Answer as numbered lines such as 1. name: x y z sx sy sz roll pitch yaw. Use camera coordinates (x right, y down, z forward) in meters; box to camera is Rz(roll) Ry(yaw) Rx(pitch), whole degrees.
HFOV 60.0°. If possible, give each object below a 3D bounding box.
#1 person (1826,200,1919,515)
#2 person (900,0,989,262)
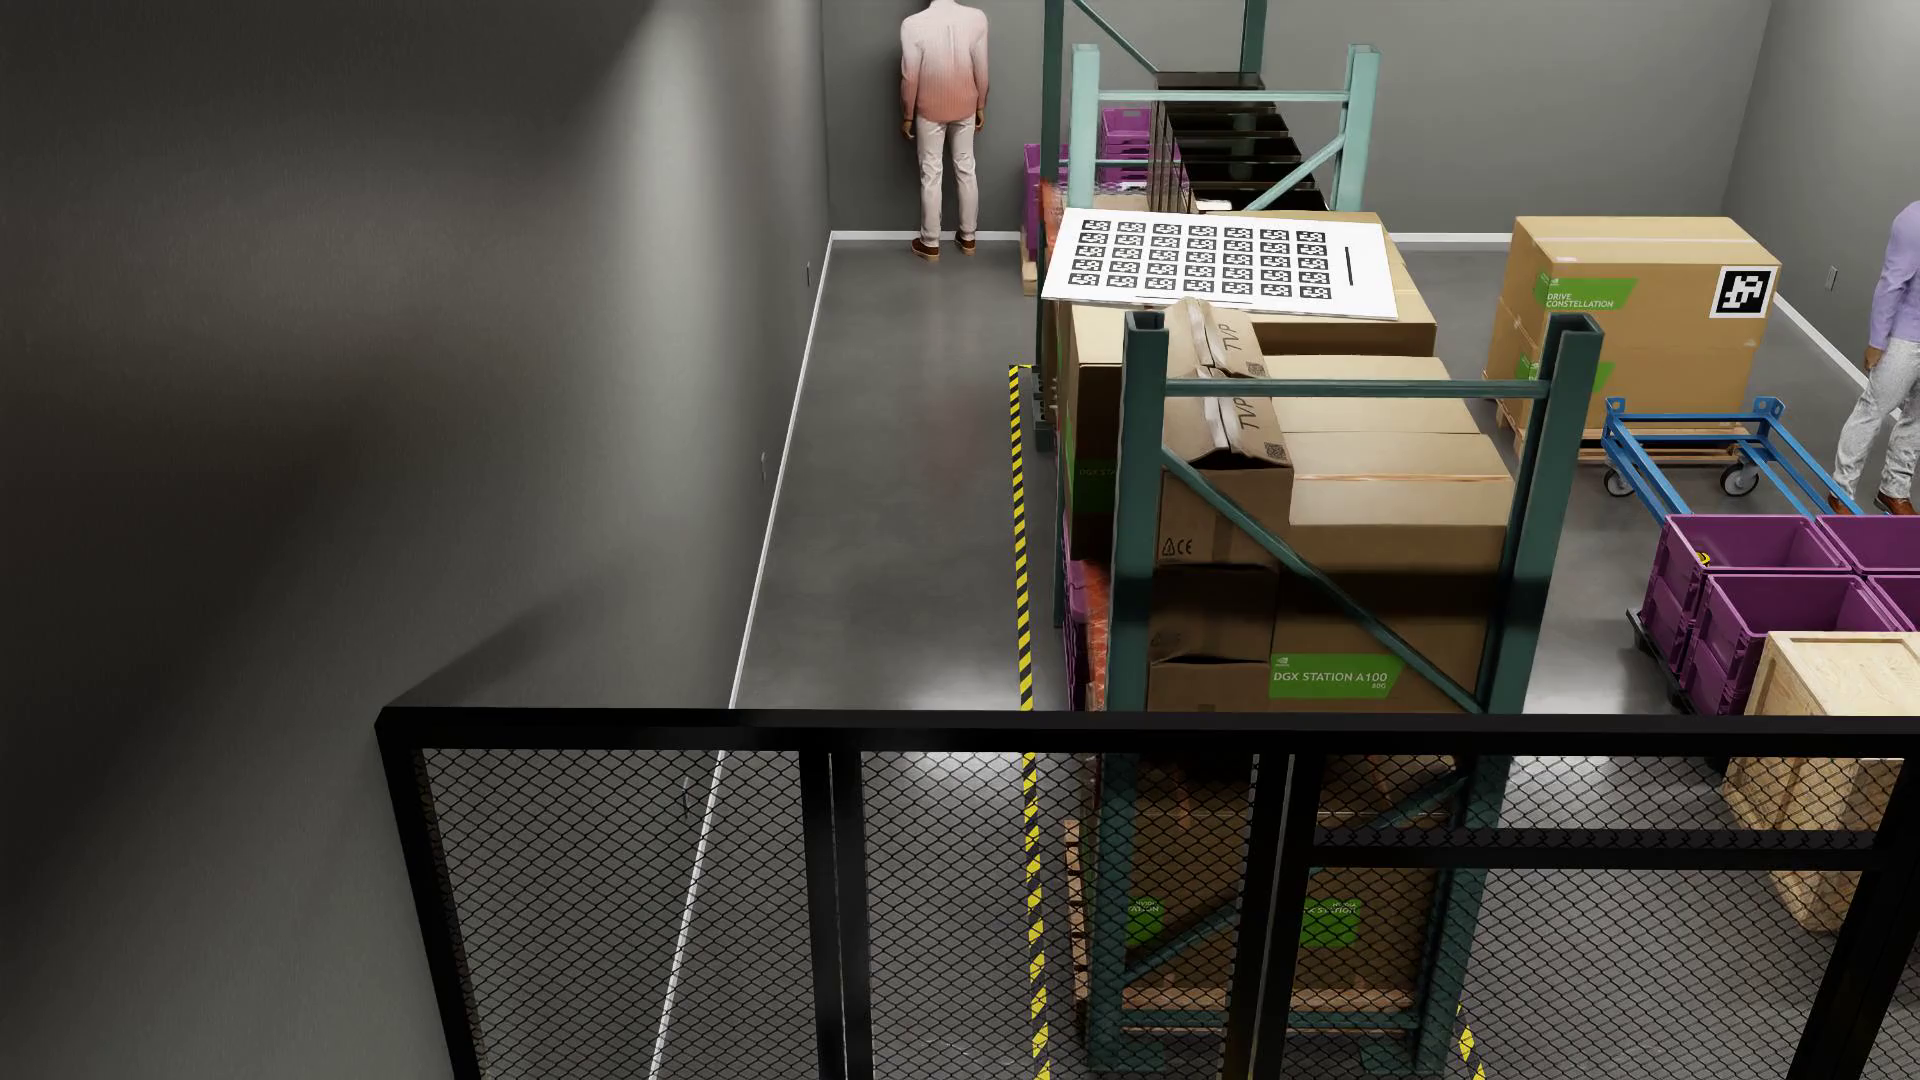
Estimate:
1. person: 4.544 -0.943 7.781 0.629 1.940 0.379 0 31 0
2. person: -0.106 -2.810 10.830 0.608 1.995 0.377 -12 33 -20
